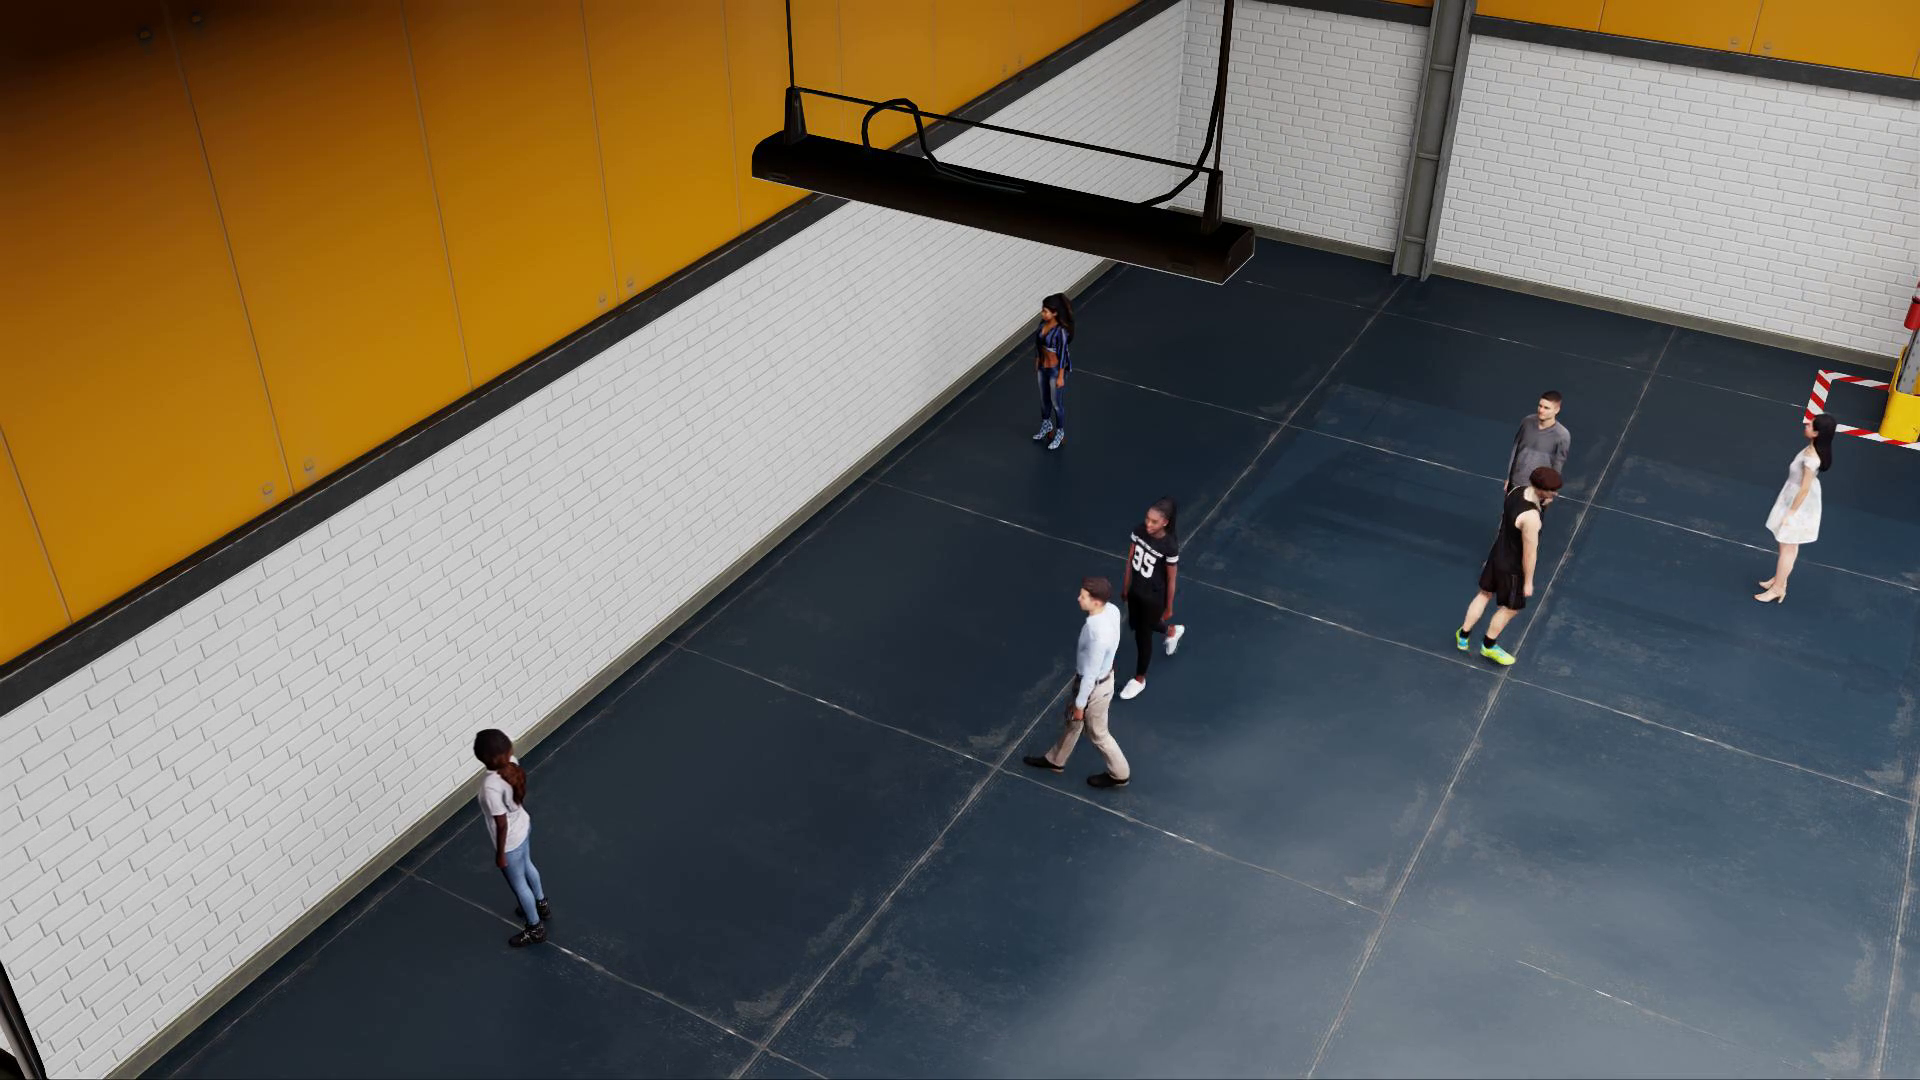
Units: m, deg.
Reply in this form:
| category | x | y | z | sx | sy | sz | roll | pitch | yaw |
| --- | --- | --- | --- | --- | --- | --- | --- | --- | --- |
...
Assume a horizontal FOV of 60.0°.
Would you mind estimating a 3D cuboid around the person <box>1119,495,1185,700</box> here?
| category | x | y | z | sx | sy | sz | roll | pitch | yaw |
| --- | --- | --- | --- | --- | --- | --- | --- | --- | --- |
| person | 1.515 | 0.397 | 12.874 | 0.908 | 1.713 | 1.026 | -24 | 40 | -31 |

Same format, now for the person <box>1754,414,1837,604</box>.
| category | x | y | z | sx | sy | sz | roll | pitch | yaw |
| --- | --- | --- | --- | --- | --- | --- | --- | --- | --- |
| person | 6.944 | -0.258 | 13.804 | 0.658 | 1.774 | 0.669 | 22 | 39 | 29 |

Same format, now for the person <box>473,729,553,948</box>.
| category | x | y | z | sx | sy | sz | roll | pitch | yaw |
| --- | --- | --- | --- | --- | --- | --- | --- | --- | --- |
| person | -2.870 | 1.888 | 10.625 | 0.675 | 1.719 | 0.663 | -1 | 34 | -1 |

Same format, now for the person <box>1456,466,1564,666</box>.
| category | x | y | z | sx | sy | sz | roll | pitch | yaw |
| --- | --- | --- | --- | --- | --- | --- | --- | --- | --- |
| person | 4.300 | 0.163 | 13.100 | 0.898 | 1.851 | 0.893 | -9 | 35 | -13 |

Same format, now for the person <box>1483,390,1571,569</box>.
| category | x | y | z | sx | sy | sz | roll | pitch | yaw |
| --- | --- | --- | --- | --- | --- | --- | --- | --- | --- |
| person | 4.860 | -0.485 | 14.157 | 0.554 | 1.761 | 0.723 | 27 | 42 | 35 |

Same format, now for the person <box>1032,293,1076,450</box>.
| category | x | y | z | sx | sy | sz | roll | pitch | yaw |
| --- | --- | --- | --- | --- | --- | --- | --- | --- | --- |
| person | 0.885 | -1.632 | 16.012 | 0.754 | 1.618 | 0.629 | -22 | 39 | -29 |

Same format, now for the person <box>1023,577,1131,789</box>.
| category | x | y | z | sx | sy | sz | roll | pitch | yaw |
| --- | --- | --- | --- | --- | --- | --- | --- | --- | --- |
| person | 1.010 | 1.052 | 11.791 | 1.129 | 1.821 | 0.889 | 6 | 34 | 9 |
